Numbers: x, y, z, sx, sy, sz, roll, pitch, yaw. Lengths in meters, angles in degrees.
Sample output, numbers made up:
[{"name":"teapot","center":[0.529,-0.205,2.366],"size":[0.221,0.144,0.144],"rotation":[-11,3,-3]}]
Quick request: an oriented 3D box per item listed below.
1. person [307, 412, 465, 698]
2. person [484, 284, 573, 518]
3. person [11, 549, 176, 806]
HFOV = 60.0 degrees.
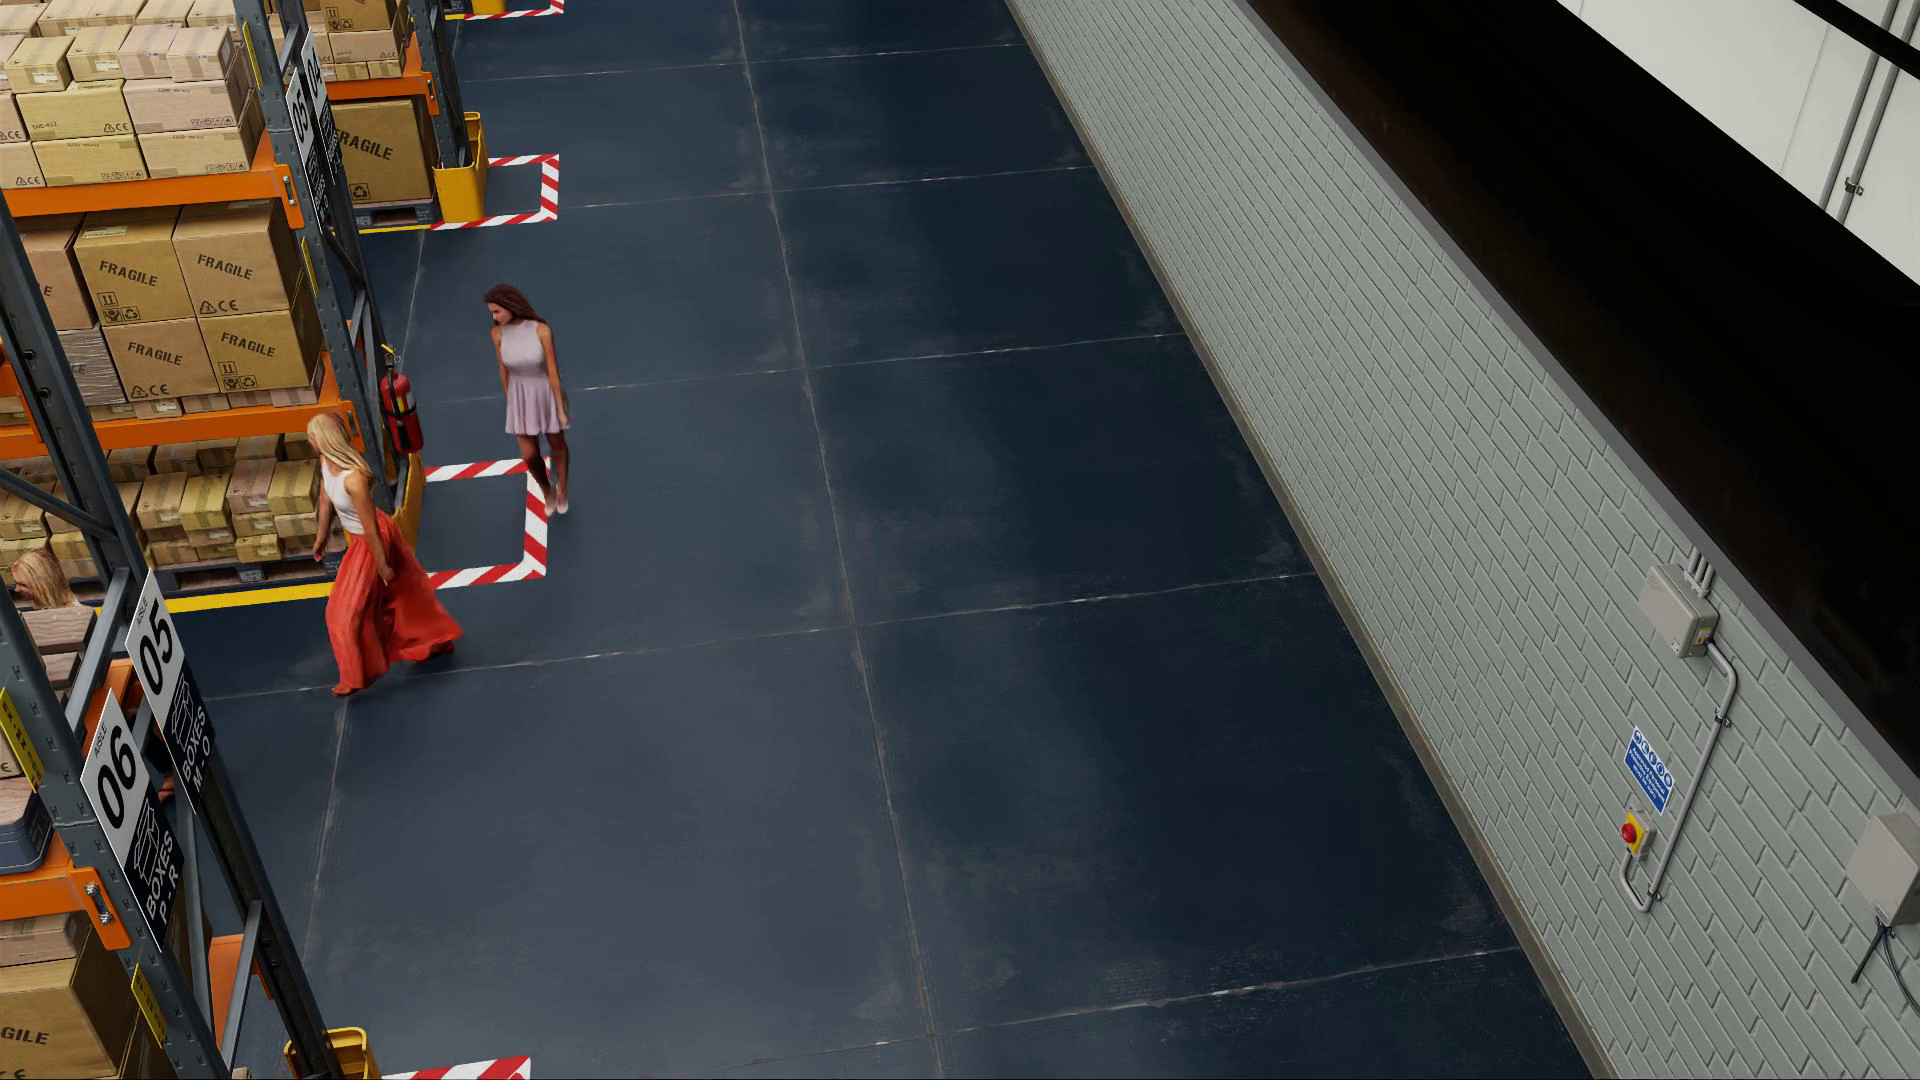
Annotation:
[{"name":"person","center":[-3.235,0.015,9.426],"size":[1.138,1.761,0.895],"rotation":[-21,43,-25]},{"name":"person","center":[-2.695,-0.922,10.638],"size":[0.592,1.744,0.651],"rotation":[-5,38,-6]},{"name":"person","center":[-4.333,0.732,8.477],"size":[0.956,1.802,1.072],"rotation":[29,46,31]}]
